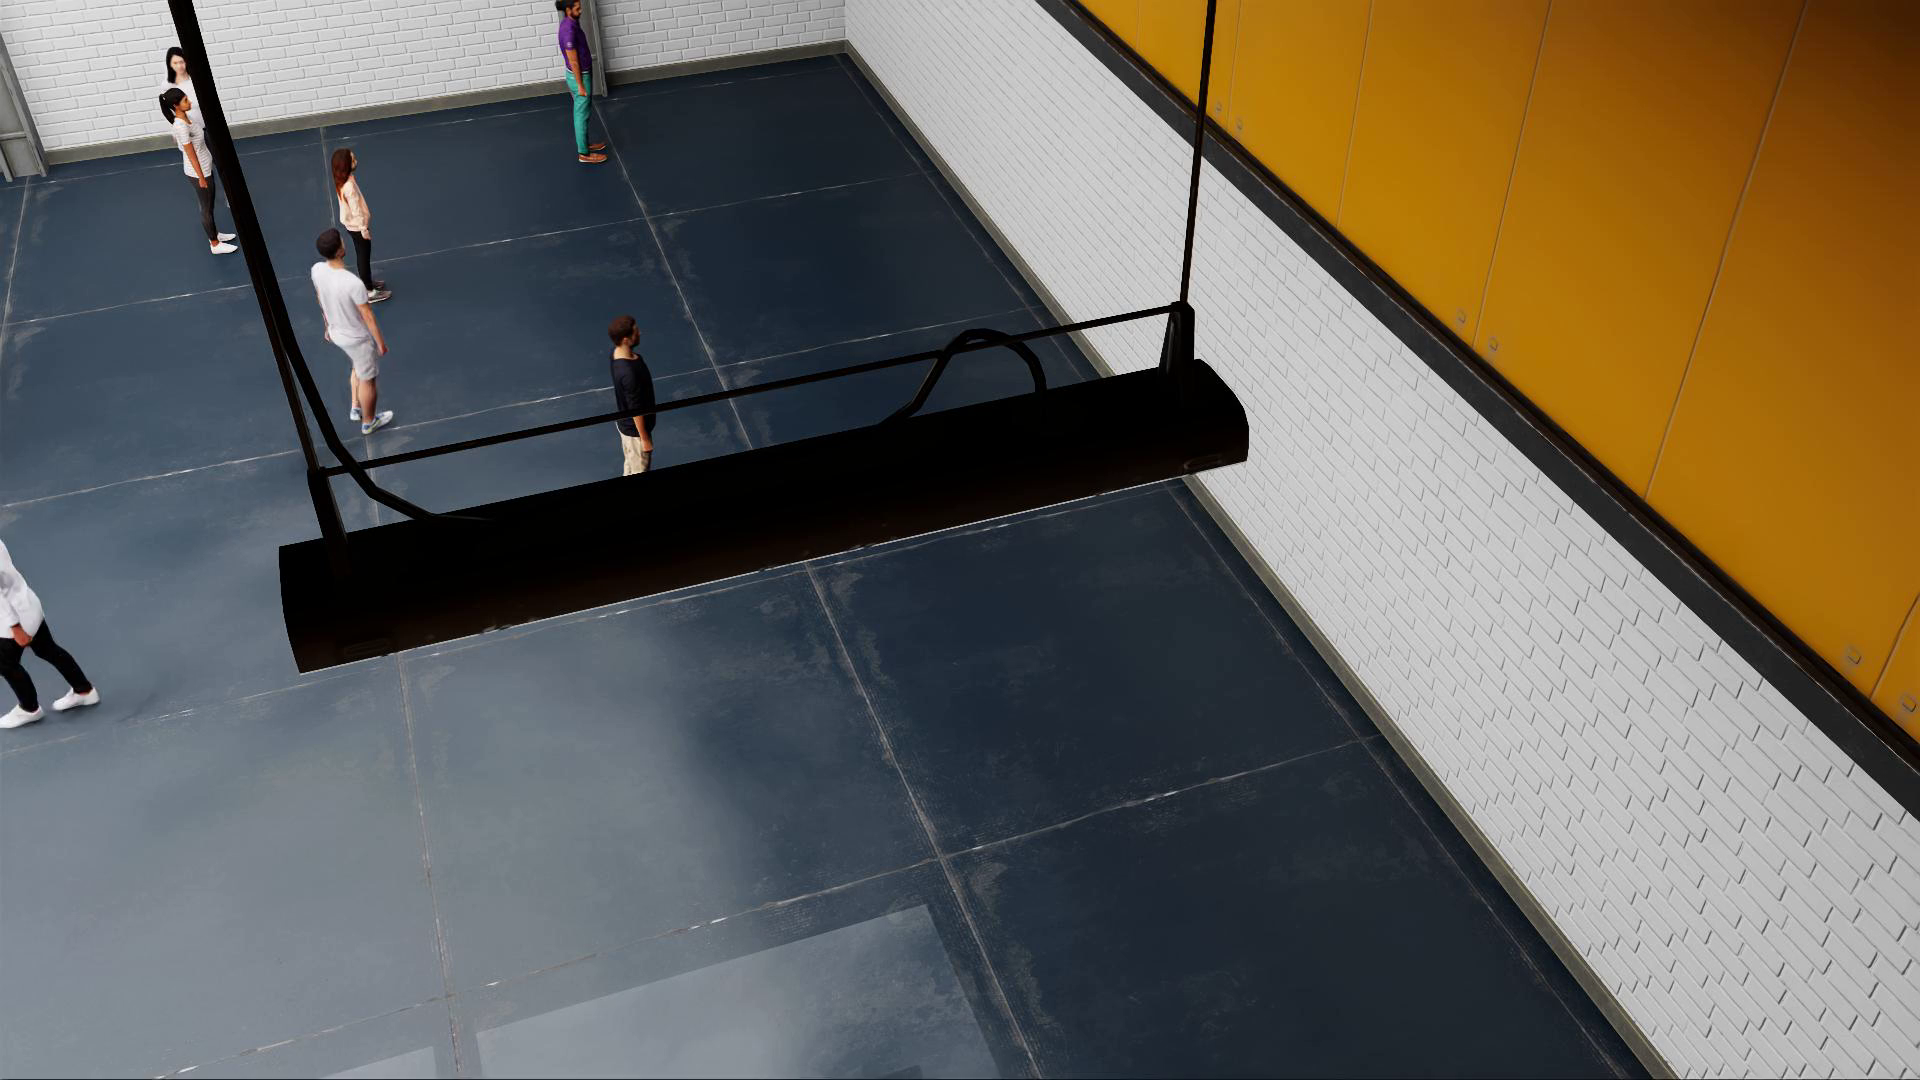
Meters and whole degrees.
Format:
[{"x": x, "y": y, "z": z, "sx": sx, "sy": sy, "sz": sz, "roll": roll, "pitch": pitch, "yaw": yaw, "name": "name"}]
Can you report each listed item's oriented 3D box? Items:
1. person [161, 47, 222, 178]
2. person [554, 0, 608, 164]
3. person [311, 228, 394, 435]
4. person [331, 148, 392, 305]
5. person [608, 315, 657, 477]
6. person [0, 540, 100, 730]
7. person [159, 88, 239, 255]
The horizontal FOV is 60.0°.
[{"x": -7.639, "y": -4.124, "z": 16.659, "sx": 0.464, "sy": 1.697, "sz": 0.671, "roll": -12, "pitch": 40, "yaw": -14, "name": "person"}, {"x": -4.032, "y": -4.881, "z": 17.552, "sx": 0.597, "sy": 1.766, "sz": 0.657, "roll": -7, "pitch": 39, "yaw": -9, "name": "person"}, {"x": -4.974, "y": -1.627, "z": 13.414, "sx": 0.838, "sy": 1.845, "sz": 0.872, "roll": 21, "pitch": 43, "yaw": 25, "name": "person"}, {"x": -5.550, "y": -2.905, "z": 15.306, "sx": 0.527, "sy": 1.481, "sz": 0.585, "roll": -18, "pitch": 42, "yaw": -21, "name": "person"}, {"x": -2.438, "y": -0.856, "z": 12.444, "sx": 0.531, "sy": 1.852, "sz": 0.625, "roll": -13, "pitch": 40, "yaw": -16, "name": "person"}, {"x": -6.093, "y": 0.465, "z": 10.854, "sx": 0.833, "sy": 1.772, "sz": 0.647, "roll": -12, "pitch": 40, "yaw": -15, "name": "person"}, {"x": -7.329, "y": -3.563, "z": 15.997, "sx": 0.508, "sy": 1.647, "sz": 0.560, "roll": -13, "pitch": 40, "yaw": -16, "name": "person"}]
